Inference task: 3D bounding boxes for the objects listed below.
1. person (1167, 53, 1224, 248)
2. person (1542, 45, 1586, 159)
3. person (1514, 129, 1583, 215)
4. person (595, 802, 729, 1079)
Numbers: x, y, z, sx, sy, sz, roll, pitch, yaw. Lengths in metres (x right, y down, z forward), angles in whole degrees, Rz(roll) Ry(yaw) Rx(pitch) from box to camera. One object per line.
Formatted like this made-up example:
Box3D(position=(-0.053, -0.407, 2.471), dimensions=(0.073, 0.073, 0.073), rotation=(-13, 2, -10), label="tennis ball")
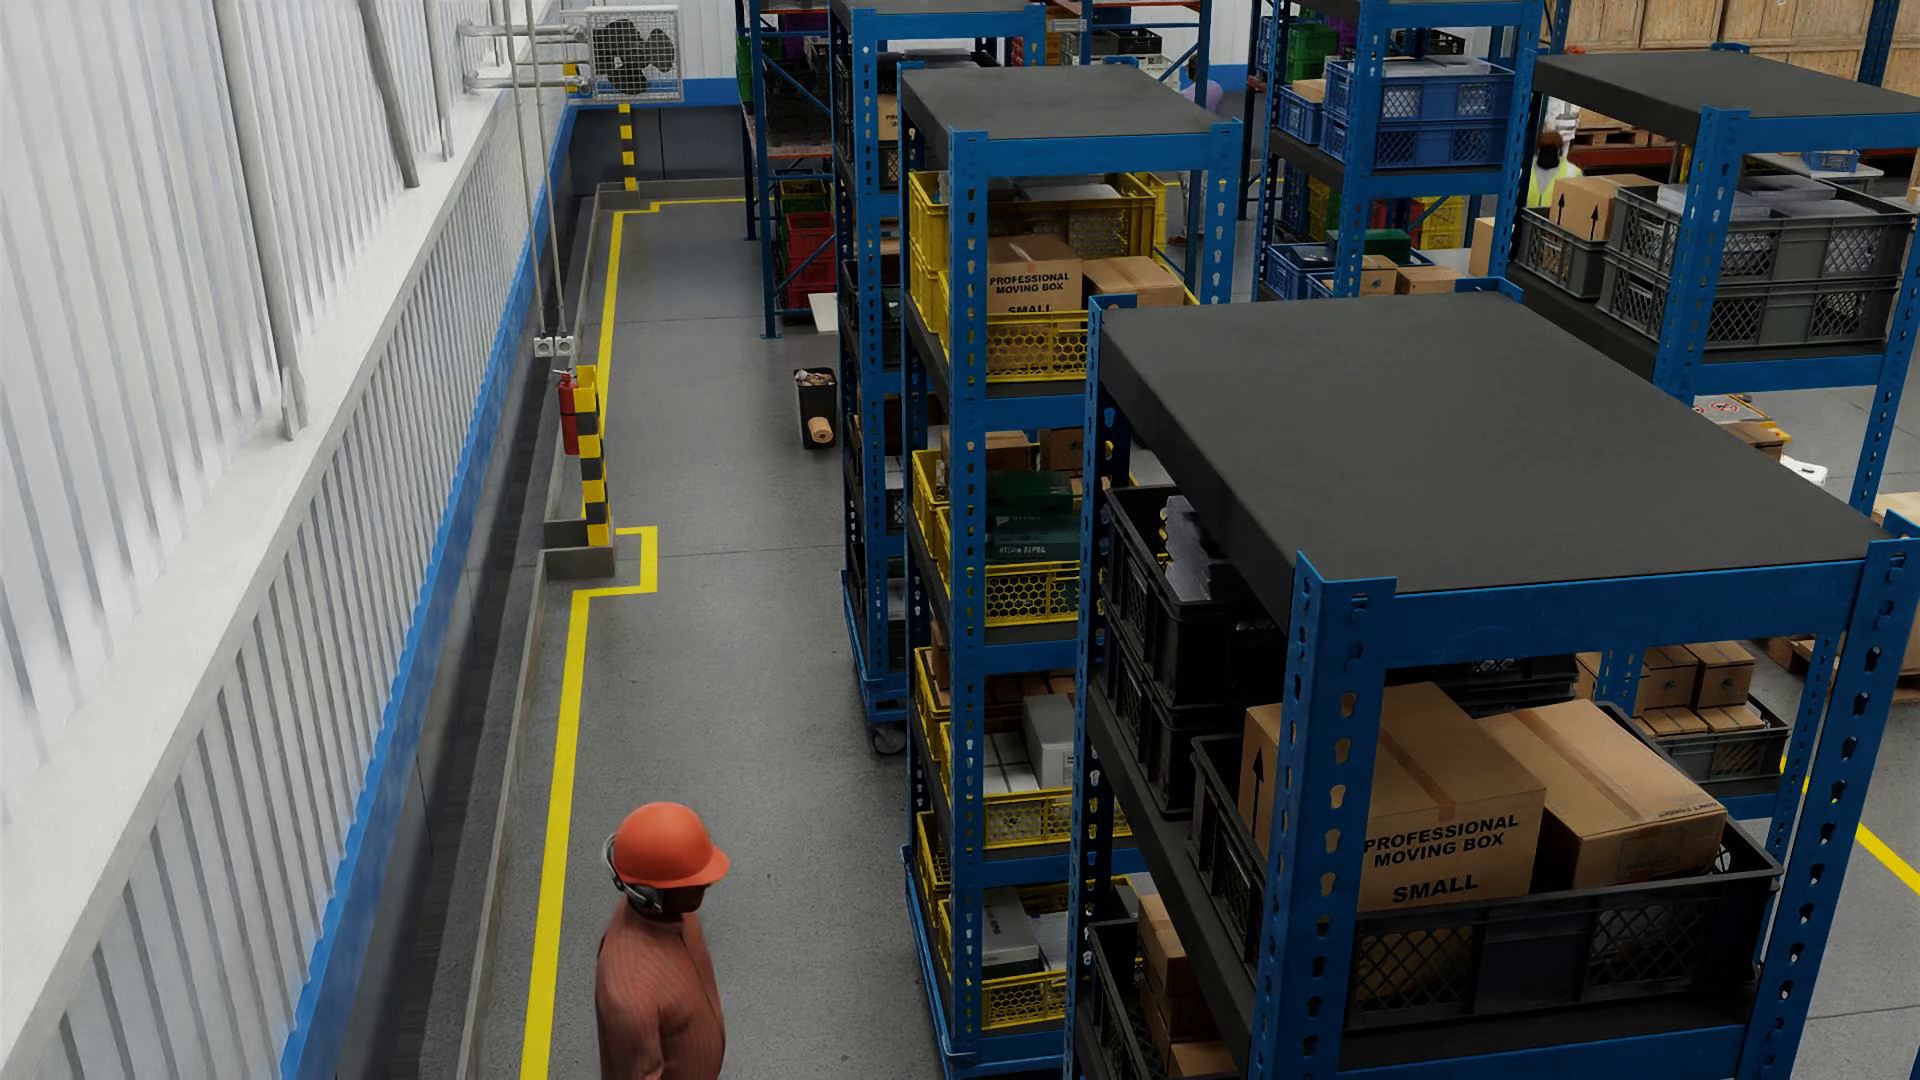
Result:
Box3D(position=(2.381, -3.951, 16.875), dimensions=(0.373, 1.940, 0.630), rotation=(22, 33, 39), label="person")
Box3D(position=(6.360, -4.277, 17.646), dimensions=(0.338, 1.882, 0.582), rotation=(20, 31, 37), label="person")
Box3D(position=(4.849, -2.558, 13.994), dimensions=(0.635, 1.815, 0.818), rotation=(11, 27, 23), label="person")
Box3D(position=(-0.818, 1.600, 4.760), dimensions=(0.408, 1.987, 0.618), rotation=(0, 25, 1), label="person")
